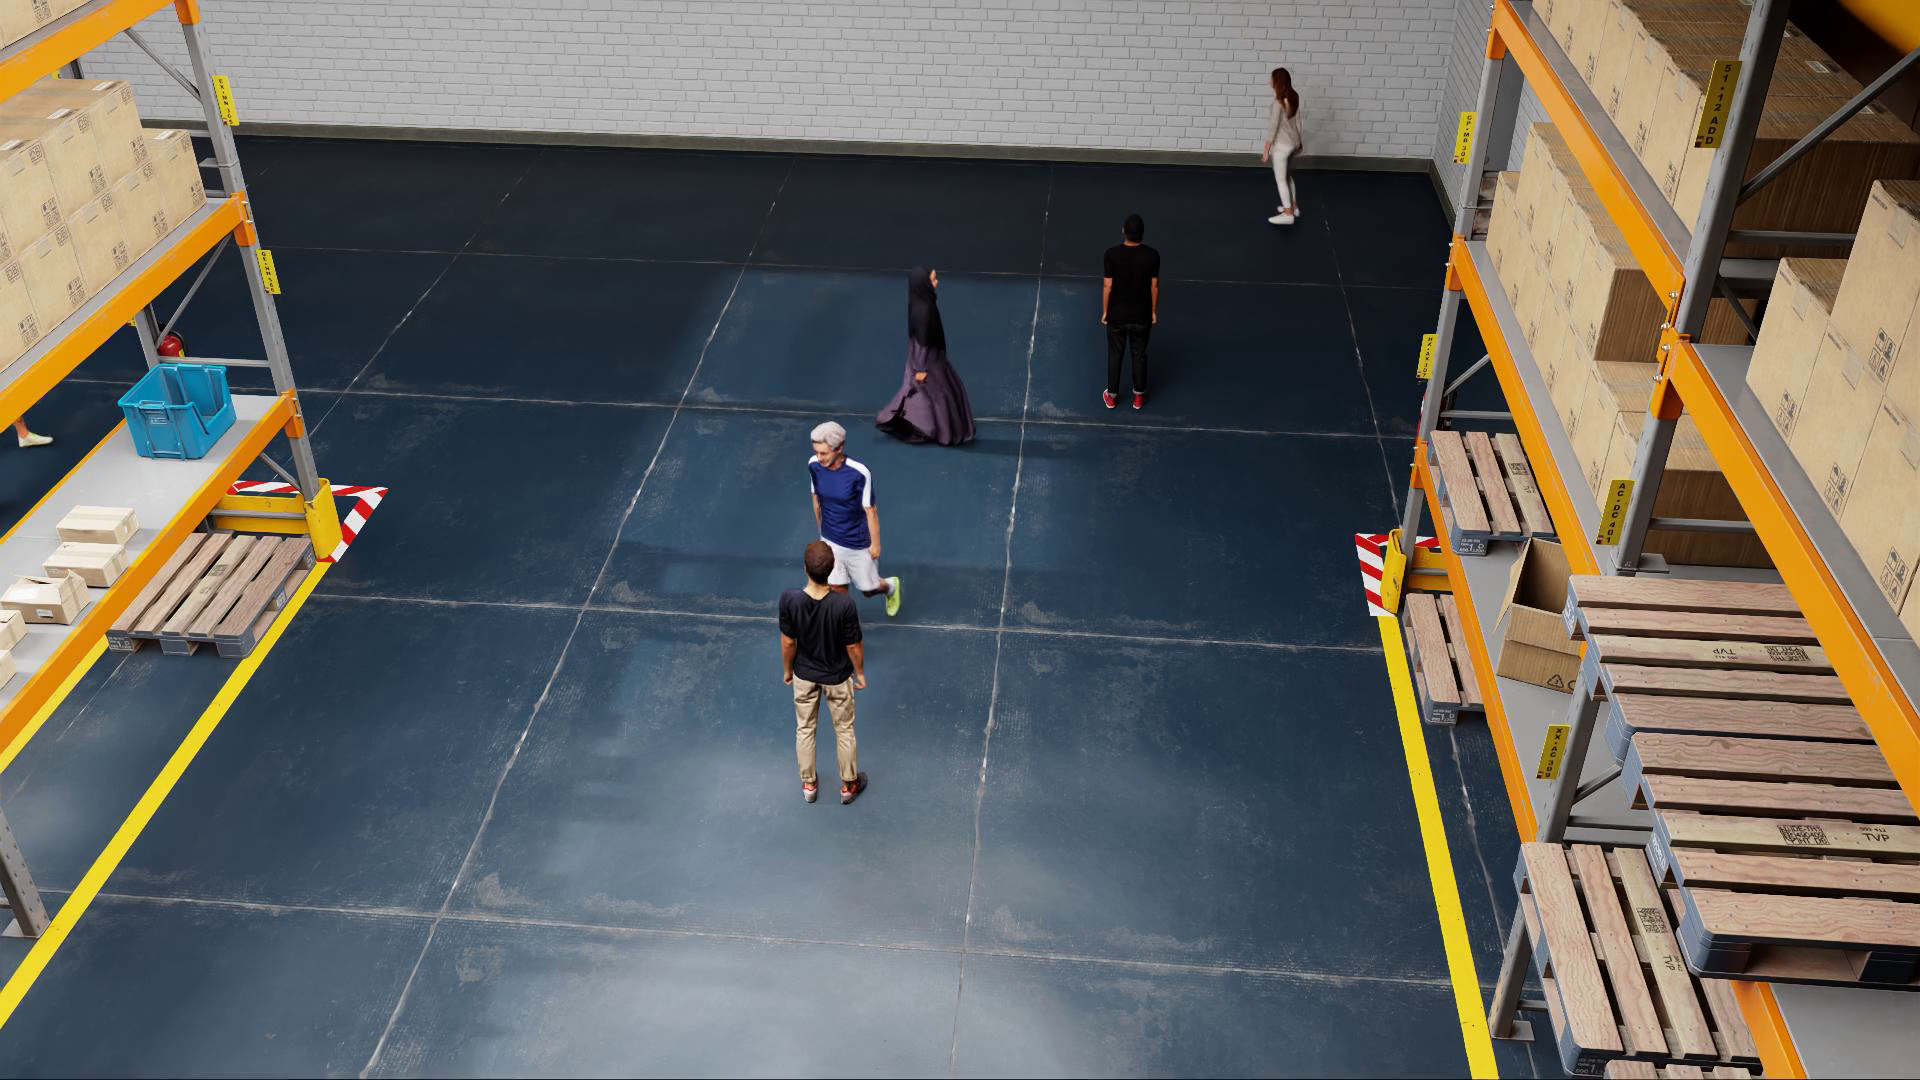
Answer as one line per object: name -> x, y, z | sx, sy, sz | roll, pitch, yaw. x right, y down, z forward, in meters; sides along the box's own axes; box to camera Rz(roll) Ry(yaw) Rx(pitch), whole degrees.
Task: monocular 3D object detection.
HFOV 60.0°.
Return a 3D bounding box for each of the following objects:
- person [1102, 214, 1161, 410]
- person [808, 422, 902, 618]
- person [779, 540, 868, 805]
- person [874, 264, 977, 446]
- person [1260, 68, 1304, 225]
person -> 1.429, -1.923, 14.011 | 0.622, 1.757, 0.576 | 2, 34, 3
person -> -0.705, -0.049, 11.150 | 0.917, 1.803, 1.080 | 14, 36, 20
person -> -0.811, 0.791, 9.835 | 0.644, 1.860, 0.505 | 4, 34, 5
person -> -0.353, -1.479, 13.489 | 0.773, 1.595, 1.045 | -2, 34, -3
person -> 3.447, -4.087, 17.347 | 0.730, 1.669, 0.832 | -26, 41, -33
